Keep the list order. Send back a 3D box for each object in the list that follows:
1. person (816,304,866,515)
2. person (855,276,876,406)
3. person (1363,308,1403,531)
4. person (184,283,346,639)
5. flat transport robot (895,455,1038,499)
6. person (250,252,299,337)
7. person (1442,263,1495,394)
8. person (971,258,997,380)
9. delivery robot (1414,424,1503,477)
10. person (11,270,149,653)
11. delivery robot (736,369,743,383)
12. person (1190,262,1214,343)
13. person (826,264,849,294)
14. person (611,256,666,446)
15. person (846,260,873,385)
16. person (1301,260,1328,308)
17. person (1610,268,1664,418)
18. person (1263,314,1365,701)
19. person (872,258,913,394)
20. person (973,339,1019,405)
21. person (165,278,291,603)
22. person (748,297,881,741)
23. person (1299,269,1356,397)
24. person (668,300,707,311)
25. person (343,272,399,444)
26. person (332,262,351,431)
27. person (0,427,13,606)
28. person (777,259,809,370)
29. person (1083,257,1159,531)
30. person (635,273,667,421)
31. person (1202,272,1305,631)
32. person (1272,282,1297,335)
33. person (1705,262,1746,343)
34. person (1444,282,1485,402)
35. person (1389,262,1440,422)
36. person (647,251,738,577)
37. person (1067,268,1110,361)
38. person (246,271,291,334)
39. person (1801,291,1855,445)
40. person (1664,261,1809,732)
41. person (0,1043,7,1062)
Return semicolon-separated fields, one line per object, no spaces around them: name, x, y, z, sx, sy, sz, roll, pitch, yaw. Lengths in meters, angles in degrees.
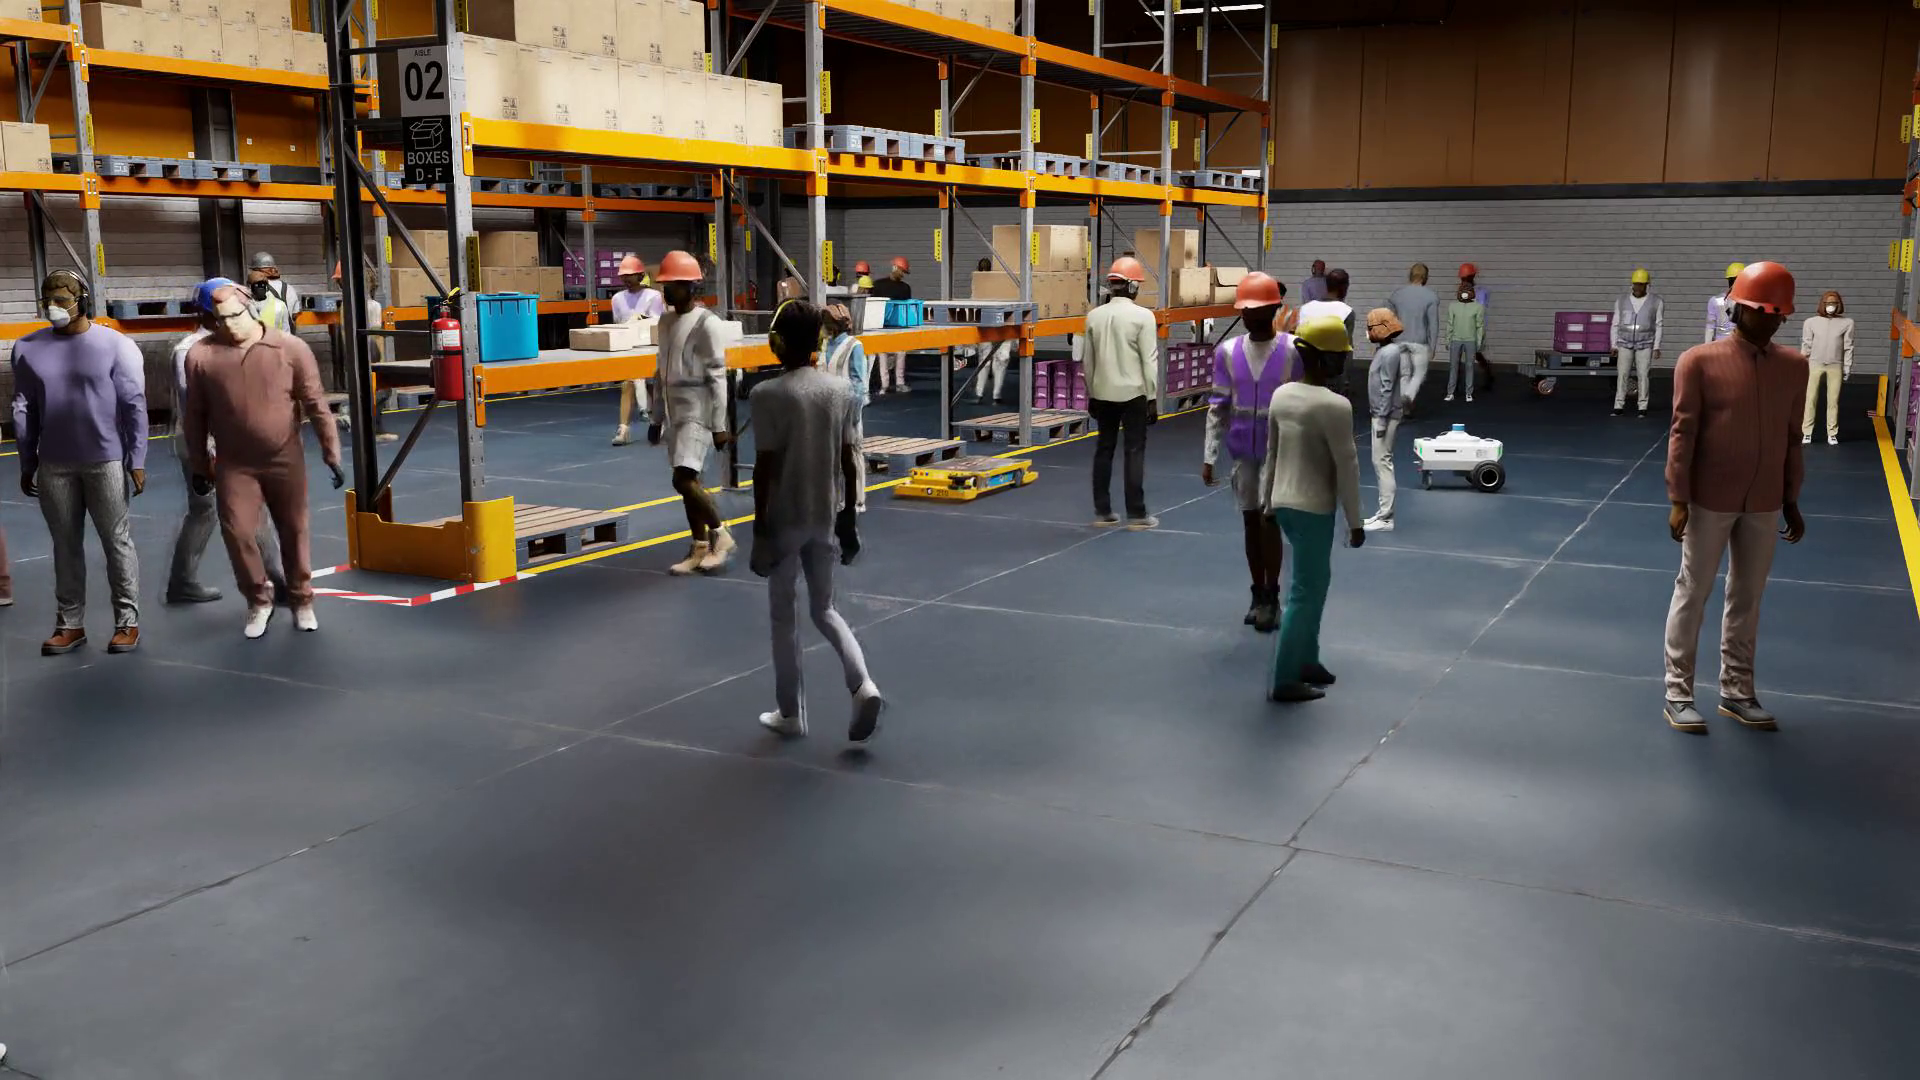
person;-0.925;-1.001;12.851;0.311;1.634;0.515;-10;14;-44
person;-1.208;-2.615;21.956;0.507;1.705;0.842;-4;11;-23
person;3.089;-0.880;12.183;0.285;1.623;0.509;1;10;7
person;-3.646;-0.411;8.767;0.781;1.863;0.508;-4;11;-22
flat transport robot;0.076;-0.548;14.163;0.652;0.197;1.431;5;11;27
person;-7.796;-2.219;18.722;0.535;2.000;0.684;4;11;24
person;7.405;-3.055;24.013;0.966;1.899;0.555;-7;12;-34
person;0.396;-3.507;26.471;0.364;1.939;0.636;9;13;42
delivery robot;4.256;-0.750;14.242;0.707;0.478;0.477;1;10;7
person;-4.434;-0.387;8.408;0.635;1.937;0.352;-1;10;-6
delivery robot;-3.305;-2.233;22.827;0.477;0.478;0.707;5;11;29
person;3.828;-3.461;26.389;0.351;1.880;0.576;8;13;40
person;-1.836;-3.023;23.889;0.519;1.865;0.327;-2;10;-10
person;-3.432;-2.026;17.770;0.610;1.996;1.033;2;10;11
person;-1.424;-3.116;24.276;0.556;1.916;0.670;0;10;-1
person;5.809;-3.597;27.087;0.642;1.909;0.399;-4;10;-20
person;8.297;-2.410;20.430;0.622;1.830;0.403;5;11;28
person;1.649;-0.140;7.530;0.598;1.746;0.543;-4;11;-23
person;-0.997;-3.070;23.931;0.703;1.950;0.426;-3;10;-18
person;0.519;-2.690;22.181;0.620;1.788;0.465;2;10;10
person;-4.211;-0.545;9.484;0.862;1.884;0.682;2;10;9
person;-0.616;-0.061;6.804;0.513;1.851;0.670;-7;12;-36
person;3.283;-1.485;14.970;0.652;1.876;0.590;-9;14;-43
person;-3.373;-2.397;20.584;0.523;1.759;0.351;-7;12;-36
person;-6.291;-1.912;17.570;0.559;1.819;0.534;8;12;38
person;-6.865;-2.187;18.847;0.376;1.934;0.546;-8;12;-37
person;-5.718;-0.550;9.523;0.426;1.883;0.655;-4;11;-23
person;-2.890;-3.875;28.666;0.585;1.917;0.380;-6;11;-30
person;1.197;-1.070;12.204;0.624;1.991;0.397;8;13;39
person;-3.846;-2.341;20.174;0.598;1.786;0.953;-3;10;-16
person;1.588;-0.465;8.913;0.578;1.915;0.617;6;11;29
person;4.061;-2.500;21.475;0.535;1.652;0.890;3;10;16
person;8.429;-2.060;18.168;0.588;1.919;0.402;1;10;8
person;6.879;-2.702;22.695;0.501;1.633;0.281;4;11;24
person;5.345;-2.336;19.762;0.657;1.916;0.617;8;13;39
person;-1.701;-0.770;10.346;0.427;2.030;0.606;-8;13;-40
person;1.775;-2.852;22.994;0.628;1.837;0.429;-1;10;-4
person;-7.291;-1.877;17.356;0.624;1.837;0.429;-6;11;-29
person;9.159;-1.816;17.592;0.497;1.625;0.281;5;11;25
person;3.286;-0.172;7.031;0.609;1.986;0.393;-1;10;-8
person;-2.554;0.443;3.828;0.612;1.868;0.716;-6;11;-30
